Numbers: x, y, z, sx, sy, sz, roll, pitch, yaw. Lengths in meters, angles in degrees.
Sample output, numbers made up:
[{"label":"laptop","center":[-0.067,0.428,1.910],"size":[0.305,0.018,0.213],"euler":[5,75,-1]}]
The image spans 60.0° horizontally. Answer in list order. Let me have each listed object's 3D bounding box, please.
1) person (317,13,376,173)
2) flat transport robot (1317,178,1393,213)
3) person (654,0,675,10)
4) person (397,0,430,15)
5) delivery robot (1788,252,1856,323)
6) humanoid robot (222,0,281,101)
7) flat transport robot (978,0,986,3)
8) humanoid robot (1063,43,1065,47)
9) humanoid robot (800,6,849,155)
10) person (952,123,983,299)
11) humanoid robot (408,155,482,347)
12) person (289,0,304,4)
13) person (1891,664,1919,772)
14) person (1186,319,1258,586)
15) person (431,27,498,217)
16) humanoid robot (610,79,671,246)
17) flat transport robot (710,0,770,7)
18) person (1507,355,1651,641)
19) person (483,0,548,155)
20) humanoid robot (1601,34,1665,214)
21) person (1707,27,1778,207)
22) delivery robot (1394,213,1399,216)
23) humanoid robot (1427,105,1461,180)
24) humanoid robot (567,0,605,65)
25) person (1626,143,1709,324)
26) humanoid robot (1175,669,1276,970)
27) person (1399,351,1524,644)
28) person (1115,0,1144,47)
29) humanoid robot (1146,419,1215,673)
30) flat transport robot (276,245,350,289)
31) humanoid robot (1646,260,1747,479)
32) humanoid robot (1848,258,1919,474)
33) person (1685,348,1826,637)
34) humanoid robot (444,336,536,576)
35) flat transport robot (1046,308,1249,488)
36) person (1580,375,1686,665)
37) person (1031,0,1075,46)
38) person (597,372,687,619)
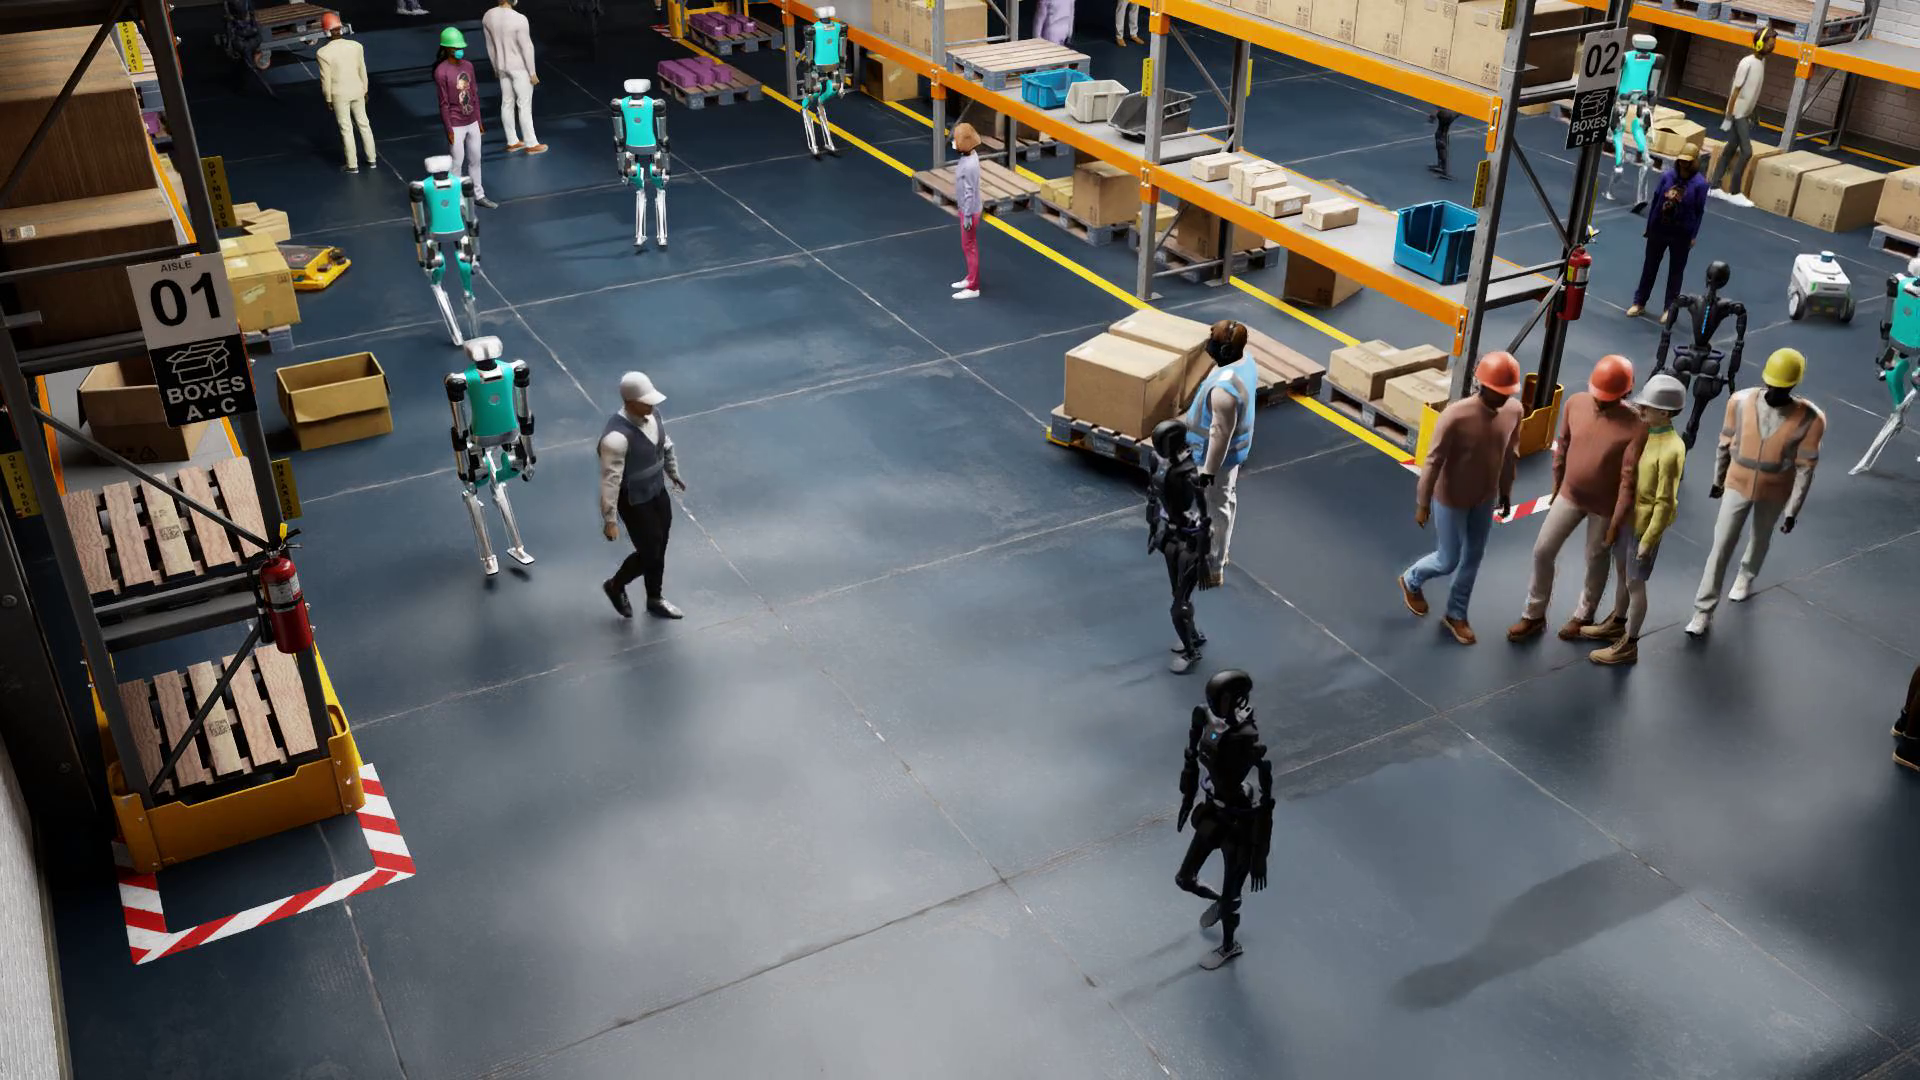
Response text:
[{"label":"person","center":[-6.885,-5.011,18.643],"size":[0.326,1.750,0.560],"euler":[23,37,35]},{"label":"flat transport robot","center":[3.952,-3.503,17.507],"size":[0.659,0.231,1.431],"euler":[-9,31,-16]},{"label":"person","center":[-4.650,-9.160,25.863],"size":[0.562,1.751,0.329],"euler":[-6,30,-10]},{"label":"person","center":[-8.486,-8.910,25.579],"size":[0.634,1.592,0.569],"euler":[3,30,5]},{"label":"delivery robot","center":[7.847,-2.322,15.171],"size":[0.499,0.601,0.798],"euler":[6,30,10]},{"label":"humanoid robot","center":[-9.145,-6.434,21.261],"size":[0.785,1.646,0.607],"euler":[8,31,14]},{"label":"flat transport robot","center":[-0.329,-8.486,26.182],"size":[1.431,0.231,0.659],"euler":[-3,30,-6]},{"label":"humanoid robot","center":[1.268,-7.370,22.878],"size":[0.787,1.622,0.609],"euler":[21,36,31]},{"label":"humanoid robot","center":[-1.614,-5.283,18.999],"size":[0.533,1.677,0.735],"euler":[-15,33,-24]},{"label":"person","center":[0.067,-3.030,15.323],"size":[0.283,1.628,0.503],"euler":[-2,30,-3]},{"label":"humanoid robot","center":[-4.385,-2.425,14.253],"size":[0.540,1.881,0.734],"euler":[-12,32,-20]},{"label":"person","center":[-9.825,-8.403,24.472],"size":[0.430,1.832,0.635],"euler":[-6,30,-11]},{"label":"person","center":[5.507,0.370,9.067],"size":[0.367,1.961,0.608],"euler":[16,33,25]},{"label":"person","center":[1.675,-0.574,10.830],"size":[0.429,1.846,0.624],"euler":[9,31,15]},{"label":"person","center":[-5.194,-4.355,17.319],"size":[0.433,1.943,0.484],"euler":[18,34,28]},{"label":"humanoid robot","center":[-3.070,-3.739,16.310],"size":[0.533,1.677,0.735],"euler":[0,30,-1]},{"label":"flat transport robot","center":[-3.262,-8.685,26.528],"size":[1.431,0.231,0.659],"euler":[-8,31,-13]},{"label":"person","center":[3.780,-0.212,10.087],"size":[0.730,1.952,0.618],"euler":[-24,38,-35]},{"label":"person","center":[-5.145,-5.426,19.181],"size":[0.634,1.937,0.353],"euler":[14,33,24]},{"label":"humanoid robot","center":[7.144,-4.327,17.492],"size":[0.550,1.762,0.979],"euler":[-1,30,-1]},{"label":"person","center":[8.383,-4.458,17.585],"size":[0.690,1.848,0.561],"euler":[25,38,36]},{"label":"delivery robot","center":[4.208,-2.862,16.095],"size":[0.499,0.585,0.765],"euler":[-10,31,-17]},{"label":"humanoid robot","center":[5.383,-4.843,18.423],"size":[0.413,1.655,0.608],"euler":[21,36,33]},{"label":"humanoid robot","center":[-5.167,-7.438,22.969],"size":[0.610,1.646,0.475],"euler":[12,32,20]},{"label":"person","center":[6.328,-2.731,14.802],"size":[0.448,1.623,0.335],"euler":[21,36,32]},{"label":"humanoid robot","center":[1.281,1.302,7.736],"size":[0.388,1.646,0.605],"euler":[-18,35,-29]},{"label":"person","center":[3.088,-0.279,10.189],"size":[0.657,1.970,0.551],"euler":[-12,32,-20]},{"label":"person","center":[2.455,-8.061,23.813],"size":[0.562,1.896,0.356],"euler":[-17,34,-26]},{"label":"humanoid robot","center":[1.356,0.008,9.994],"size":[0.492,1.629,0.609],"euler":[-17,34,-26]},{"label":"flat transport robot","center":[-6.685,-2.616,15.964],"size":[1.431,0.231,0.659],"euler":[2,30,3]},{"label":"humanoid robot","center":[5.377,-1.245,12.163],"size":[0.616,1.643,0.363],"euler":[13,32,21]},{"label":"humanoid robot","center":[7.148,-1.270,12.216],"size":[1.010,1.762,0.553],"euler":[-11,32,-19]},{"label":"person","center":[4.969,-0.329,10.369],"size":[0.593,1.869,1.001],"euler":[20,35,31]},{"label":"humanoid robot","center":[-3.087,-0.609,10.862],"size":[0.533,1.677,0.735],"euler":[-17,34,-28]},{"label":"flat transport robot","center":[1.430,-0.761,12.735],"size":[1.431,0.231,0.659],"euler":[22,36,33]},{"label":"person","center":[4.084,-0.115,9.984],"size":[0.395,1.888,0.485],"euler":[1,30,2]},{"label":"person","center":[1.080,-6.270,20.690],"size":[0.525,1.892,0.670],"euler":[22,37,33]},{"label":"person","center":[-1.982,-0.261,10.387],"size":[0.482,1.742,0.757],"euler":[11,32,19]}]
